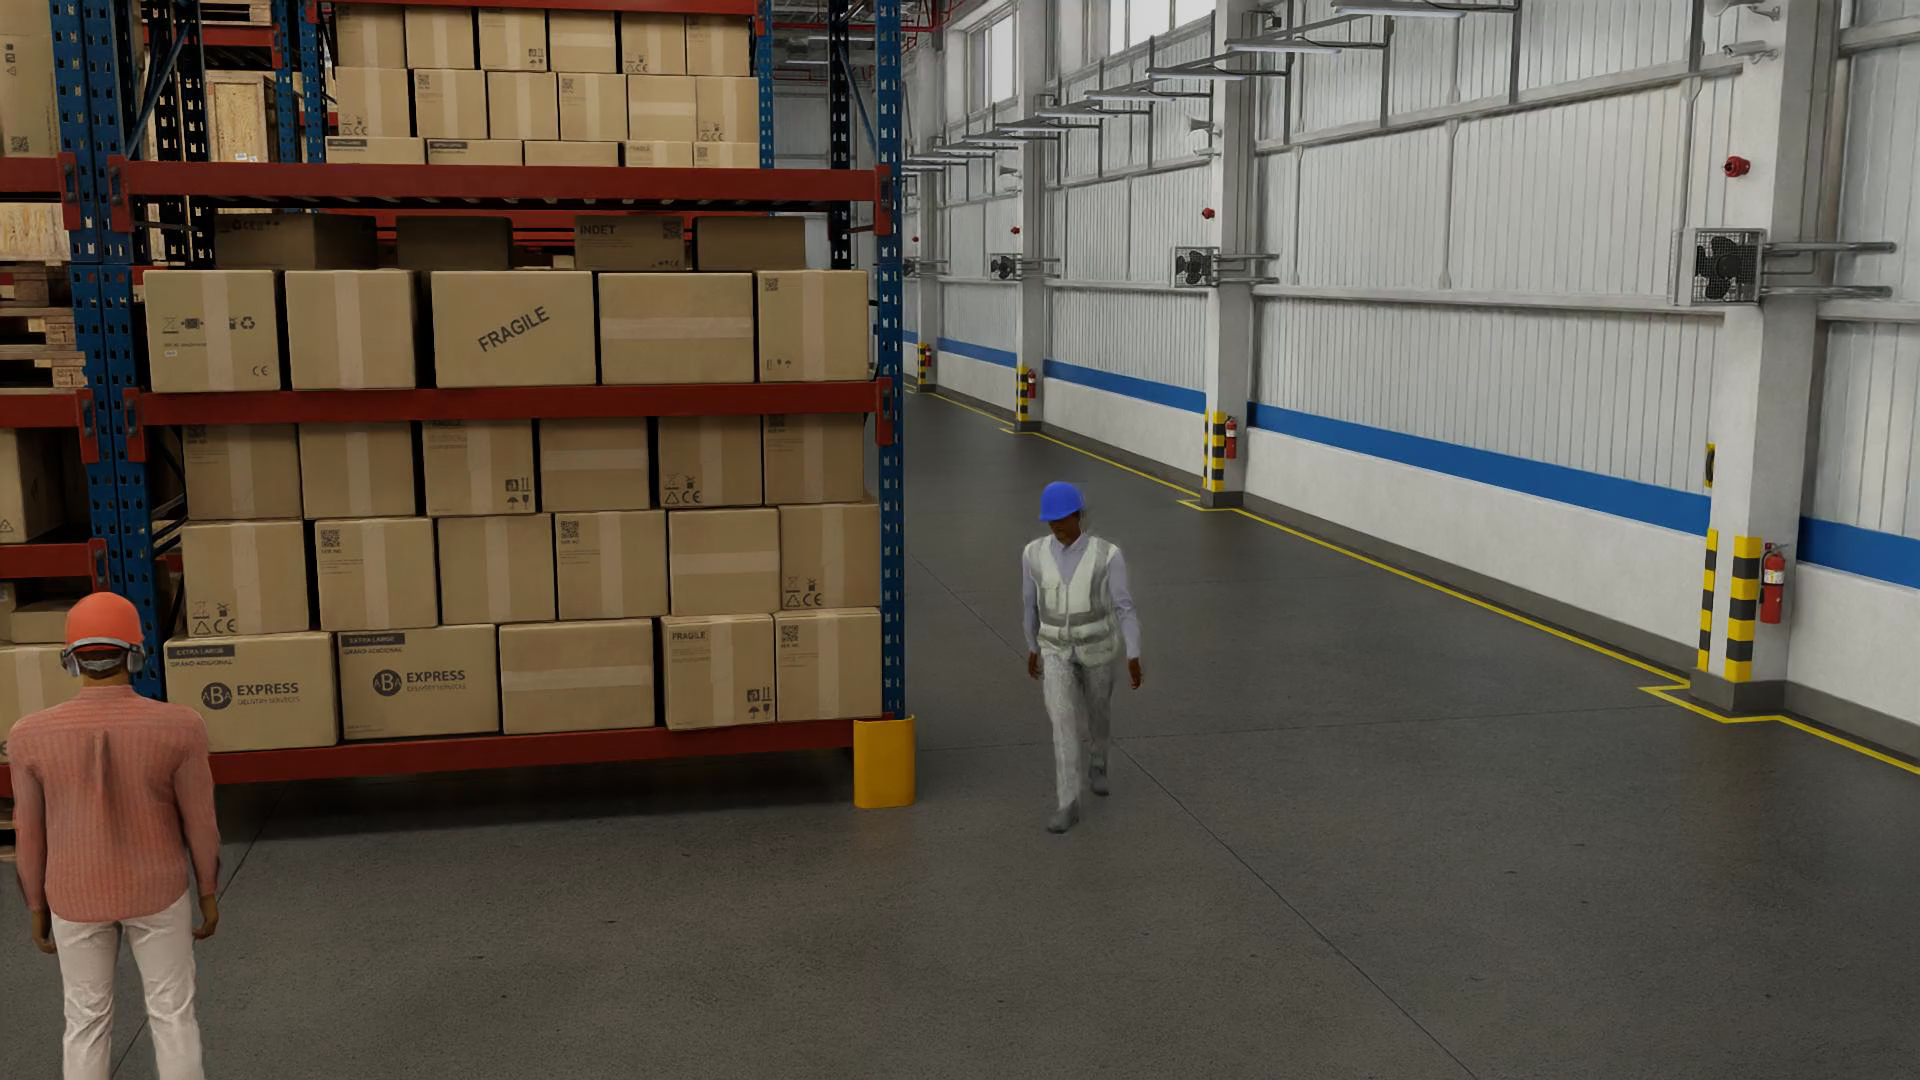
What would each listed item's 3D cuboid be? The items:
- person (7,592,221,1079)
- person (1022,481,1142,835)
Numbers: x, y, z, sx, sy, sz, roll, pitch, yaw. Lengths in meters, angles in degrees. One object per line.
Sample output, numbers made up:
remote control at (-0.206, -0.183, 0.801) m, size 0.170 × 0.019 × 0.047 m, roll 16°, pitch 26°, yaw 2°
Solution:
person at (-2.765, 1.156, 5.497) m, size 0.611 × 1.985 × 0.413 m, roll -3°, pitch 10°, yaw -17°
person at (0.681, 0.599, 9.243) m, size 0.689 × 1.888 × 1.017 m, roll 3°, pitch 10°, yaw 15°
